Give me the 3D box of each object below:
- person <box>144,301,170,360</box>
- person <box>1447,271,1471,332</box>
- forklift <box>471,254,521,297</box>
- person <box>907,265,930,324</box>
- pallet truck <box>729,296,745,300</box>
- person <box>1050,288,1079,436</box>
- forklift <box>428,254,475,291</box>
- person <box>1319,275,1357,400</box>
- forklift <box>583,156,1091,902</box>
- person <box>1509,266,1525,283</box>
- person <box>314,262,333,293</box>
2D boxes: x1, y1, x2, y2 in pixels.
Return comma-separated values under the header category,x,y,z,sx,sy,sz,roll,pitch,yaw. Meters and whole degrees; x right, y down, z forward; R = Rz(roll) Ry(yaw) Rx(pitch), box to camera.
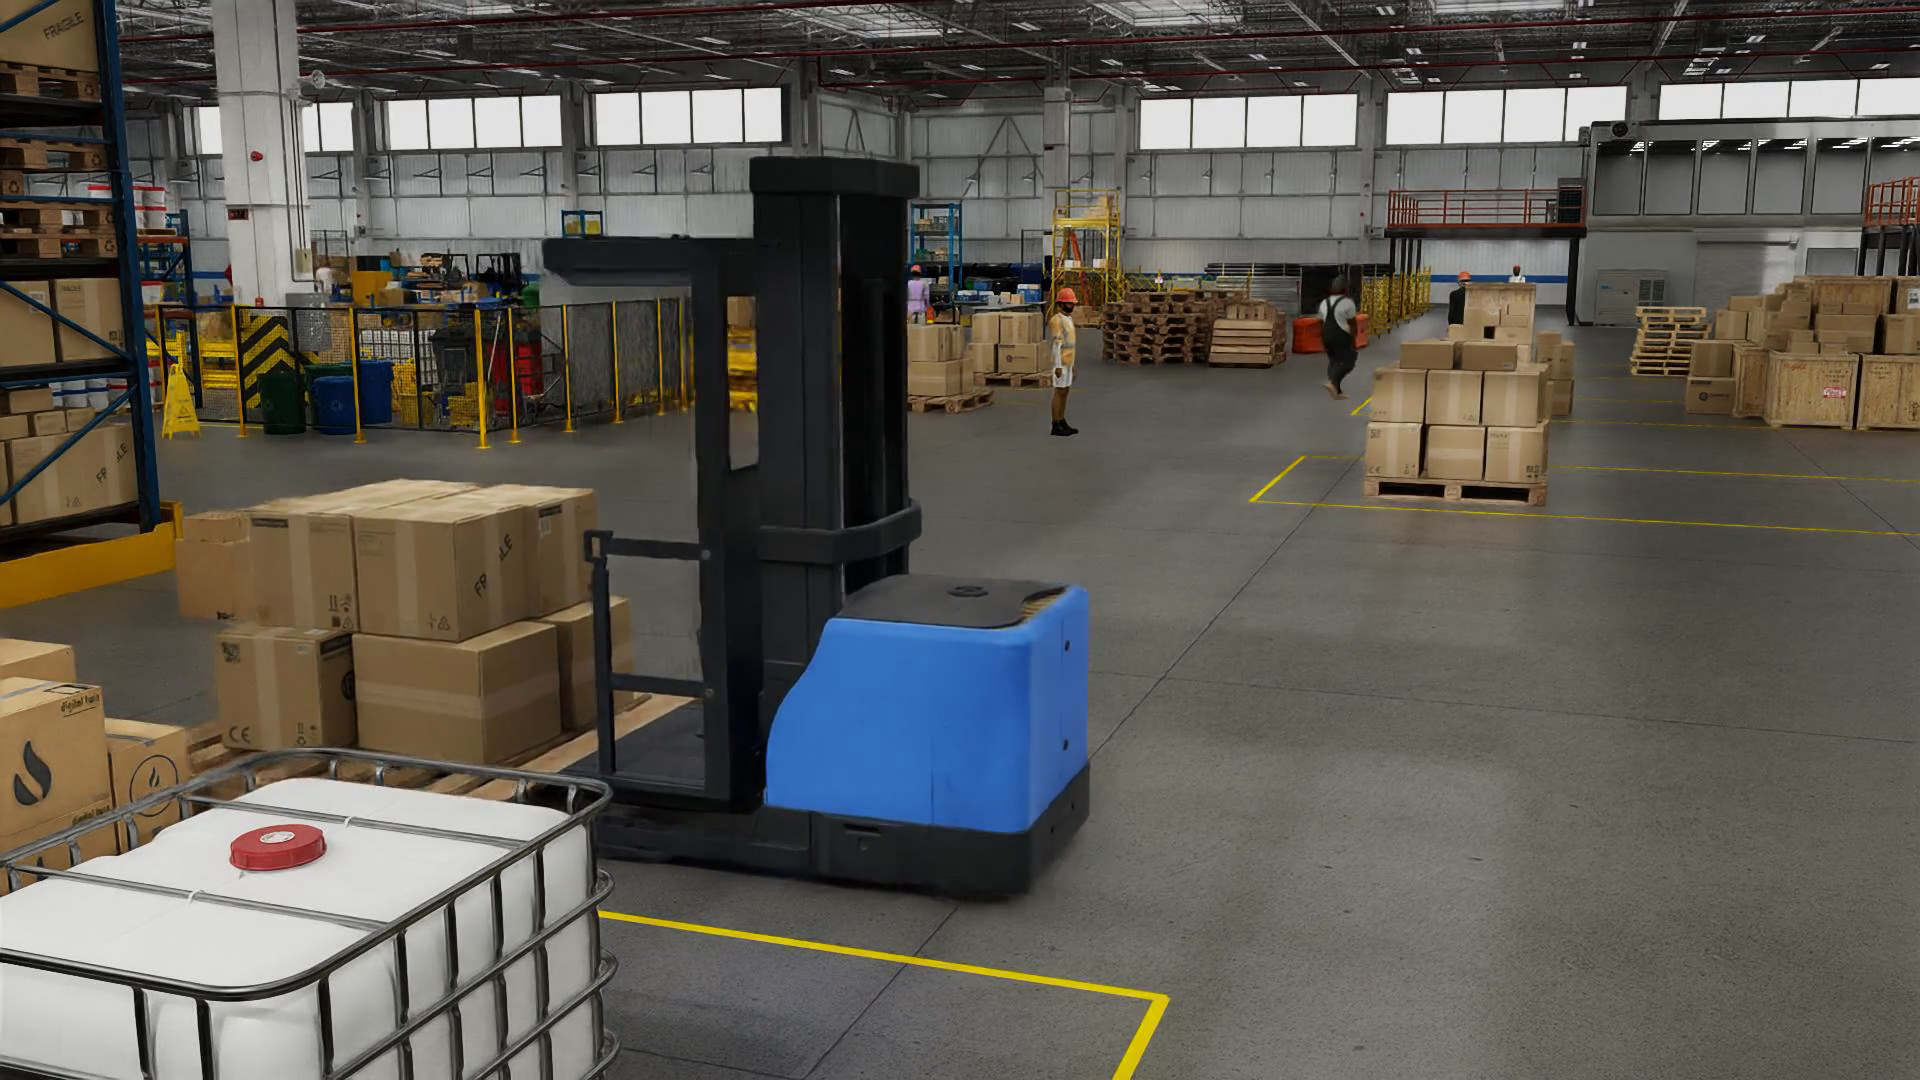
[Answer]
category,x,y,z,sx,sy,sz,roll,pitch,yaw
person,-15.558,-4.066,32.089,0.951,1.786,0.601,4,11,22
person,9.728,-4.197,32.202,0.612,1.996,0.389,-1,10,-7
forklift,-17.990,-10.121,64.684,1.157,1.987,2.680,3,11,17
person,-1.003,-5.269,38.110,0.610,2.040,0.394,0,10,-2
pallet truck,-7.986,-9.493,62.019,0.823,1.965,1.885,3,11,17
person,1.388,-2.340,21.905,0.362,1.935,0.552,4,11,22
forklift,-20.133,-10.254,65.465,1.157,1.987,2.680,3,11,19
person,6.099,-3.253,26.757,0.604,2.000,0.699,-7,12,-34
forklift,-0.471,-0.123,6.763,1.873,2.768,1.129,3,11,19
person,16.636,-7.272,49.837,0.356,1.883,0.574,-7,12,-35
person,-24.108,-9.608,63.041,0.396,1.872,0.748,7,12,36
